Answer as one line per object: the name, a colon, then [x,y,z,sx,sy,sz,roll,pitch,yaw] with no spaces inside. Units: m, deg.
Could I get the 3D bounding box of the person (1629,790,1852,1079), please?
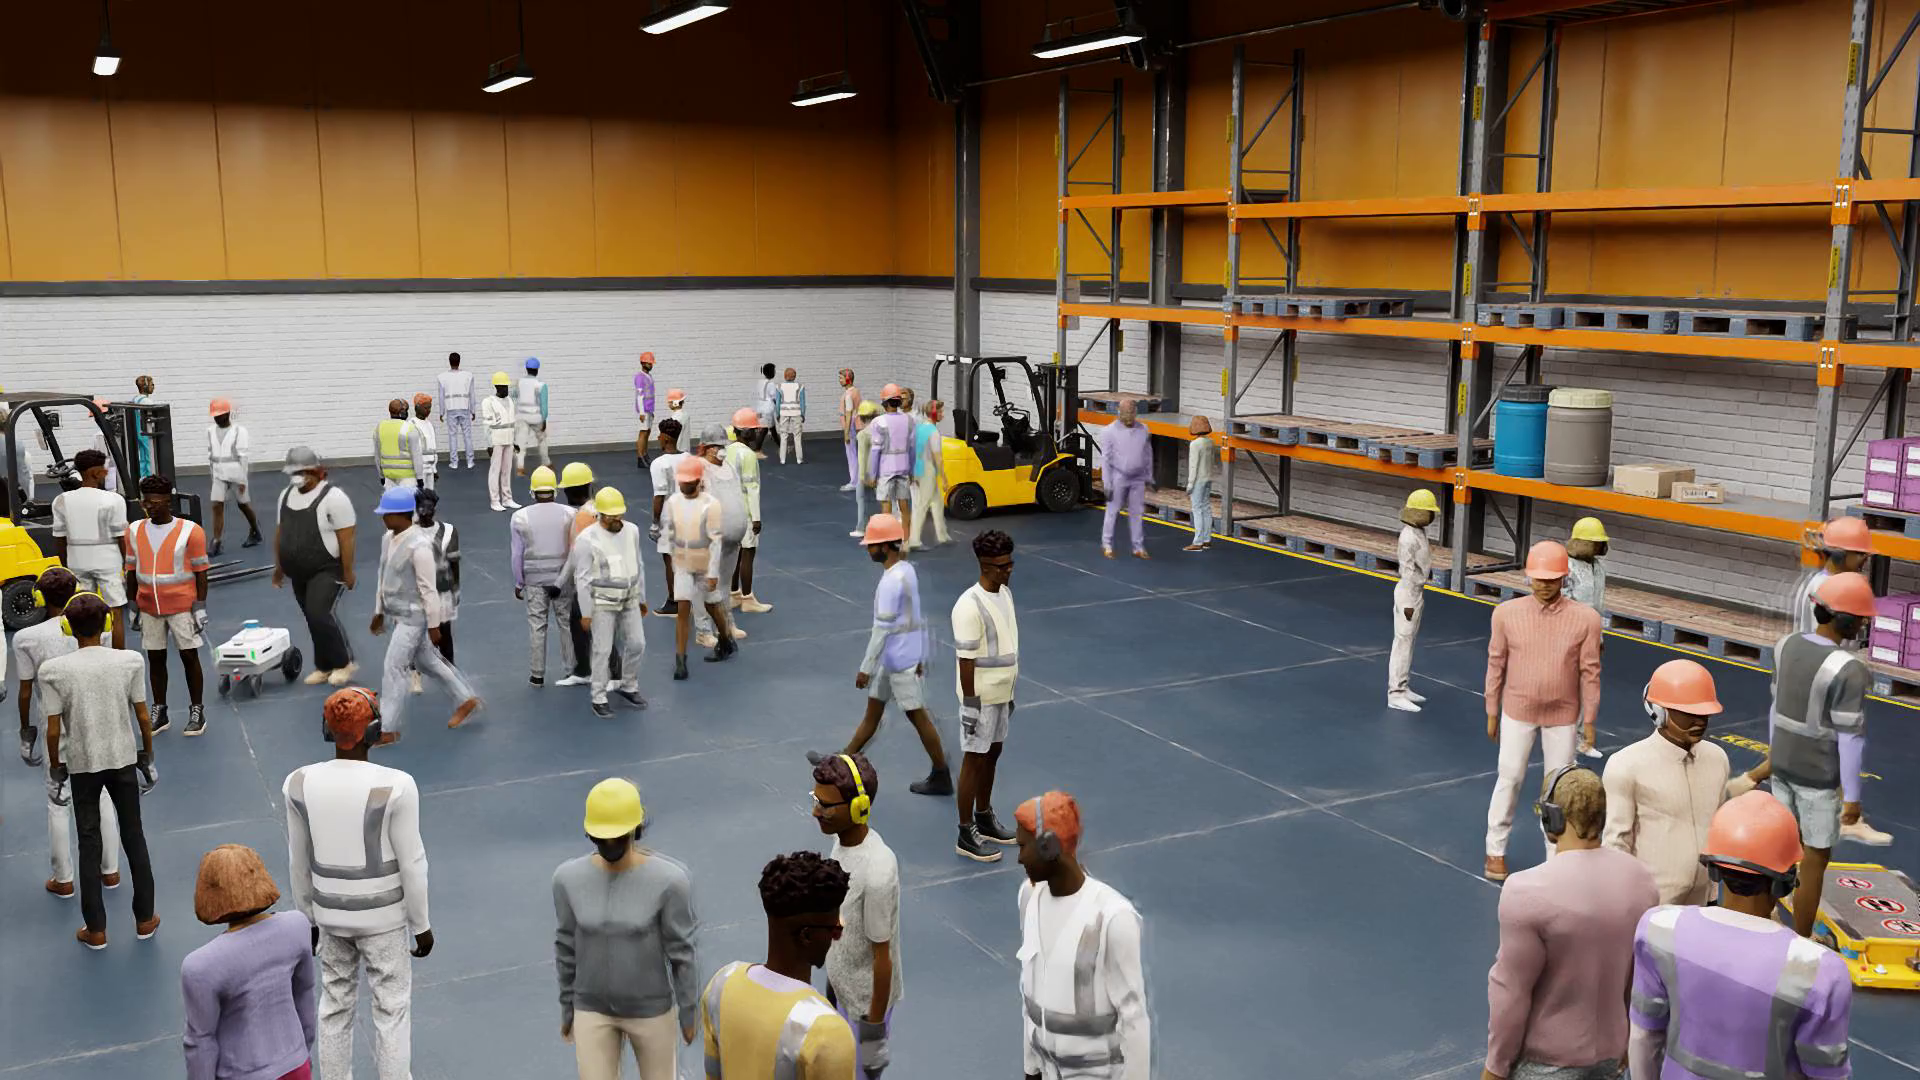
person: [2.273,1.728,4.894,0.608,2.048,0.365,9,13,43]

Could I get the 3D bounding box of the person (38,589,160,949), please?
person: [-4.430,1.174,8.589,0.513,1.875,0.328,-7,12,-34]

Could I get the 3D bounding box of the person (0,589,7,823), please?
person: [-6.257,0.861,10.294,0.638,1.909,0.408,-4,11,-24]

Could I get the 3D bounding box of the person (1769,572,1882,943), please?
person: [4.286,1.155,8.318,0.428,2.029,0.615,-2,10,-9]

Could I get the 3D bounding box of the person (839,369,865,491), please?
person: [-1.621,-1.644,24.931,0.389,1.837,0.560,1,10,5]

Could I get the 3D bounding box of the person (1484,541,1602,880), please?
person: [3.283,0.979,9.395,0.619,1.983,0.405,3,10,16]

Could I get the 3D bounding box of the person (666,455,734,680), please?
person: [-2.235,0.194,14.213,0.544,1.897,0.913,3,10,17]

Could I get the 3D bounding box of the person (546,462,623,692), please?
person: [-3.003,0.313,13.491,0.661,1.899,0.605,-2,10,-10]

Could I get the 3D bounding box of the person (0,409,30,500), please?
person: [-10.142,-0.430,17.634,0.629,1.940,0.379,2,10,9]

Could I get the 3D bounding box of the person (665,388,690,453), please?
person: [-3.806,-1.173,22.439,0.324,1.752,0.562,0,10,2]

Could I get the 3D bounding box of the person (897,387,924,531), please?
person: [-0.691,-1.043,21.425,0.505,1.847,0.344,7,12,36]

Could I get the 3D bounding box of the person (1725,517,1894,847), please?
person: [5.207,0.841,10.109,0.911,2.011,0.614,6,12,33]

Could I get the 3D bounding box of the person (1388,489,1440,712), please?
person: [3.572,0.461,13.069,0.325,1.740,0.492,4,11,23]

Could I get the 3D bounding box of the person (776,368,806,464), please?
person: [-2.863,-2.093,28.105,0.514,1.631,0.318,0,10,1]

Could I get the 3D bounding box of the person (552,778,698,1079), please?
person: [-1.203,1.673,6.110,0.527,1.744,0.713,1,10,5]

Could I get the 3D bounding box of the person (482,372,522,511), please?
person: [-6.350,-1.373,23.092,0.370,1.929,0.585,5,11,28]

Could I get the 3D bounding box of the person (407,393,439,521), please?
person: [-6.491,-0.836,20.119,0.355,1.887,0.574,1,10,8]

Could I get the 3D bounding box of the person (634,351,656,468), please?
person: [-5.188,-2.159,27.595,0.374,1.934,0.549,1,10,8]

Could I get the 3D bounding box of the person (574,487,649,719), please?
person: [-2.662,0.476,12.779,0.428,1.812,0.611,8,13,40]

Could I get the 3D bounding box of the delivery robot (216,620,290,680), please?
delivery robot: [-5.811,0.901,13.681,0.477,0.478,0.707,0,10,2]

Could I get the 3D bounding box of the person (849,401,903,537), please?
person: [-1.055,-0.866,20.710,0.761,1.740,0.535,8,13,40]

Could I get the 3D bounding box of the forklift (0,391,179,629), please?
forklift: [-9.026,-0.363,16.508,1.214,2.155,2.313,6,11,29]

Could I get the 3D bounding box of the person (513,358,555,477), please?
person: [-6.849,-1.958,26.561,0.615,1.904,0.996,2,10,11]

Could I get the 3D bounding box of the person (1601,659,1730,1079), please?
person: [2.821,1.447,6.664,0.612,1.995,0.382,-4,11,-24]

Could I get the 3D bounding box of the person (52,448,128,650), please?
person: [-7.175,0.230,13.823,0.609,1.939,0.367,0,10,-1]

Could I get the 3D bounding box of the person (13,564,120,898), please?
person: [-4.960,1.064,9.274,0.512,1.858,0.326,-7,12,-37]

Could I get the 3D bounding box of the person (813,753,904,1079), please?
person: [-0.367,1.648,5.911,0.317,1.859,0.524,-3,10,-17]

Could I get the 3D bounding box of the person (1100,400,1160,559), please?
person: [1.984,-0.709,19.481,0.742,1.881,0.551,-4,11,-20]

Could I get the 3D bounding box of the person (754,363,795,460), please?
person: [-3.191,-2.220,28.720,0.888,1.650,0.545,-4,11,-22]

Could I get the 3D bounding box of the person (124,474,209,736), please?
person: [-5.867,0.481,12.310,0.607,1.966,0.367,0,10,-1]

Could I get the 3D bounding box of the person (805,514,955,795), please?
person: [-0.518,0.762,10.918,1.042,1.877,0.547,1,10,5]

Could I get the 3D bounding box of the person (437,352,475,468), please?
person: [-8.329,-2.145,27.565,0.589,1.920,0.398,-4,11,-20]

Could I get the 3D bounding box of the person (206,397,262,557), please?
person: [-8.693,-0.777,19.831,0.549,1.880,1.024,1,10,7]

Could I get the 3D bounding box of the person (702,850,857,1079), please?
person: [-0.454,1.816,4.644,0.381,1.958,0.603,-9,13,-42]

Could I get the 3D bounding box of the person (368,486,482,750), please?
person: [-3.985,0.535,12.193,0.984,1.913,0.599,-7,12,-37]

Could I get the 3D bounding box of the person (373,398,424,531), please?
person: [-6.667,-0.772,19.881,0.636,1.842,0.429,4,10,20]

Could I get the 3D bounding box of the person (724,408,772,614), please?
person: [-2.120,-0.288,16.512,0.375,2.043,0.611,-6,12,-32]

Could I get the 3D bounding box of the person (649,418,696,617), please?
person: [-2.817,-0.222,16.355,0.368,1.966,0.603,6,12,32]

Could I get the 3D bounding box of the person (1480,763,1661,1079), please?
person: [1.999,1.684,5.509,0.640,1.928,0.382,-5,11,-25]

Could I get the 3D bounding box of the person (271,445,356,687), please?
person: [-5.332,0.205,13.685,0.695,2.000,0.541,5,11,28]

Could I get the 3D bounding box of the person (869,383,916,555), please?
person: [-0.804,-0.819,19.571,0.607,2.044,0.379,-7,12,-34]

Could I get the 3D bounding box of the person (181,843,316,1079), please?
person: [-2.378,1.815,5.619,0.287,1.626,0.497,5,11,26]

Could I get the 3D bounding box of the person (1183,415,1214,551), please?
person: [2.877,-0.684,19.968,0.276,1.633,0.507,7,12,35]

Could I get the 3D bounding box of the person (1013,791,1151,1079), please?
person: [0.305,1.753,5.354,0.673,1.842,0.654,-8,12,-37]

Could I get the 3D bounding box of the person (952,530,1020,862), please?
person: [0.169,0.901,9.889,0.362,1.963,0.610,4,11,24]

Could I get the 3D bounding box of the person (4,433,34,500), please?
person: [-10.353,-0.421,18.097,0.522,1.761,0.321,-1,10,-7]

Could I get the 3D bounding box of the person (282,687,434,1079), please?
person: [-2.390,1.510,6.649,0.578,1.878,0.342,2,10,13]

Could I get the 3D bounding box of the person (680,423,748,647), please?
person: [-2.195,-0.060,15.207,0.538,2.000,0.682,5,11,28]

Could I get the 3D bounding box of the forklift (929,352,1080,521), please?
forklift: [0.460,-1.461,22.833,2.313,2.155,1.214,-5,11,-28]

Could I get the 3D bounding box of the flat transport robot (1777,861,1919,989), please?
flat transport robot: [4.745,1.960,8.670,0.652,0.197,1.431,1,10,7]

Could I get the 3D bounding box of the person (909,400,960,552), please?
person: [-0.275,-0.765,19.915,0.826,1.810,0.588,-3,10,-16]

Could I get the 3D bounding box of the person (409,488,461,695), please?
person: [-4.317,0.410,13.514,0.533,1.694,0.319,-4,11,-21]

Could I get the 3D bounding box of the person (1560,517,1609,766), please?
person: [4.368,0.702,11.677,0.487,1.744,0.294,-7,12,-37]

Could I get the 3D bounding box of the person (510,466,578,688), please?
person: [-3.385,0.305,13.693,0.590,1.837,0.403,-3,10,-19]
